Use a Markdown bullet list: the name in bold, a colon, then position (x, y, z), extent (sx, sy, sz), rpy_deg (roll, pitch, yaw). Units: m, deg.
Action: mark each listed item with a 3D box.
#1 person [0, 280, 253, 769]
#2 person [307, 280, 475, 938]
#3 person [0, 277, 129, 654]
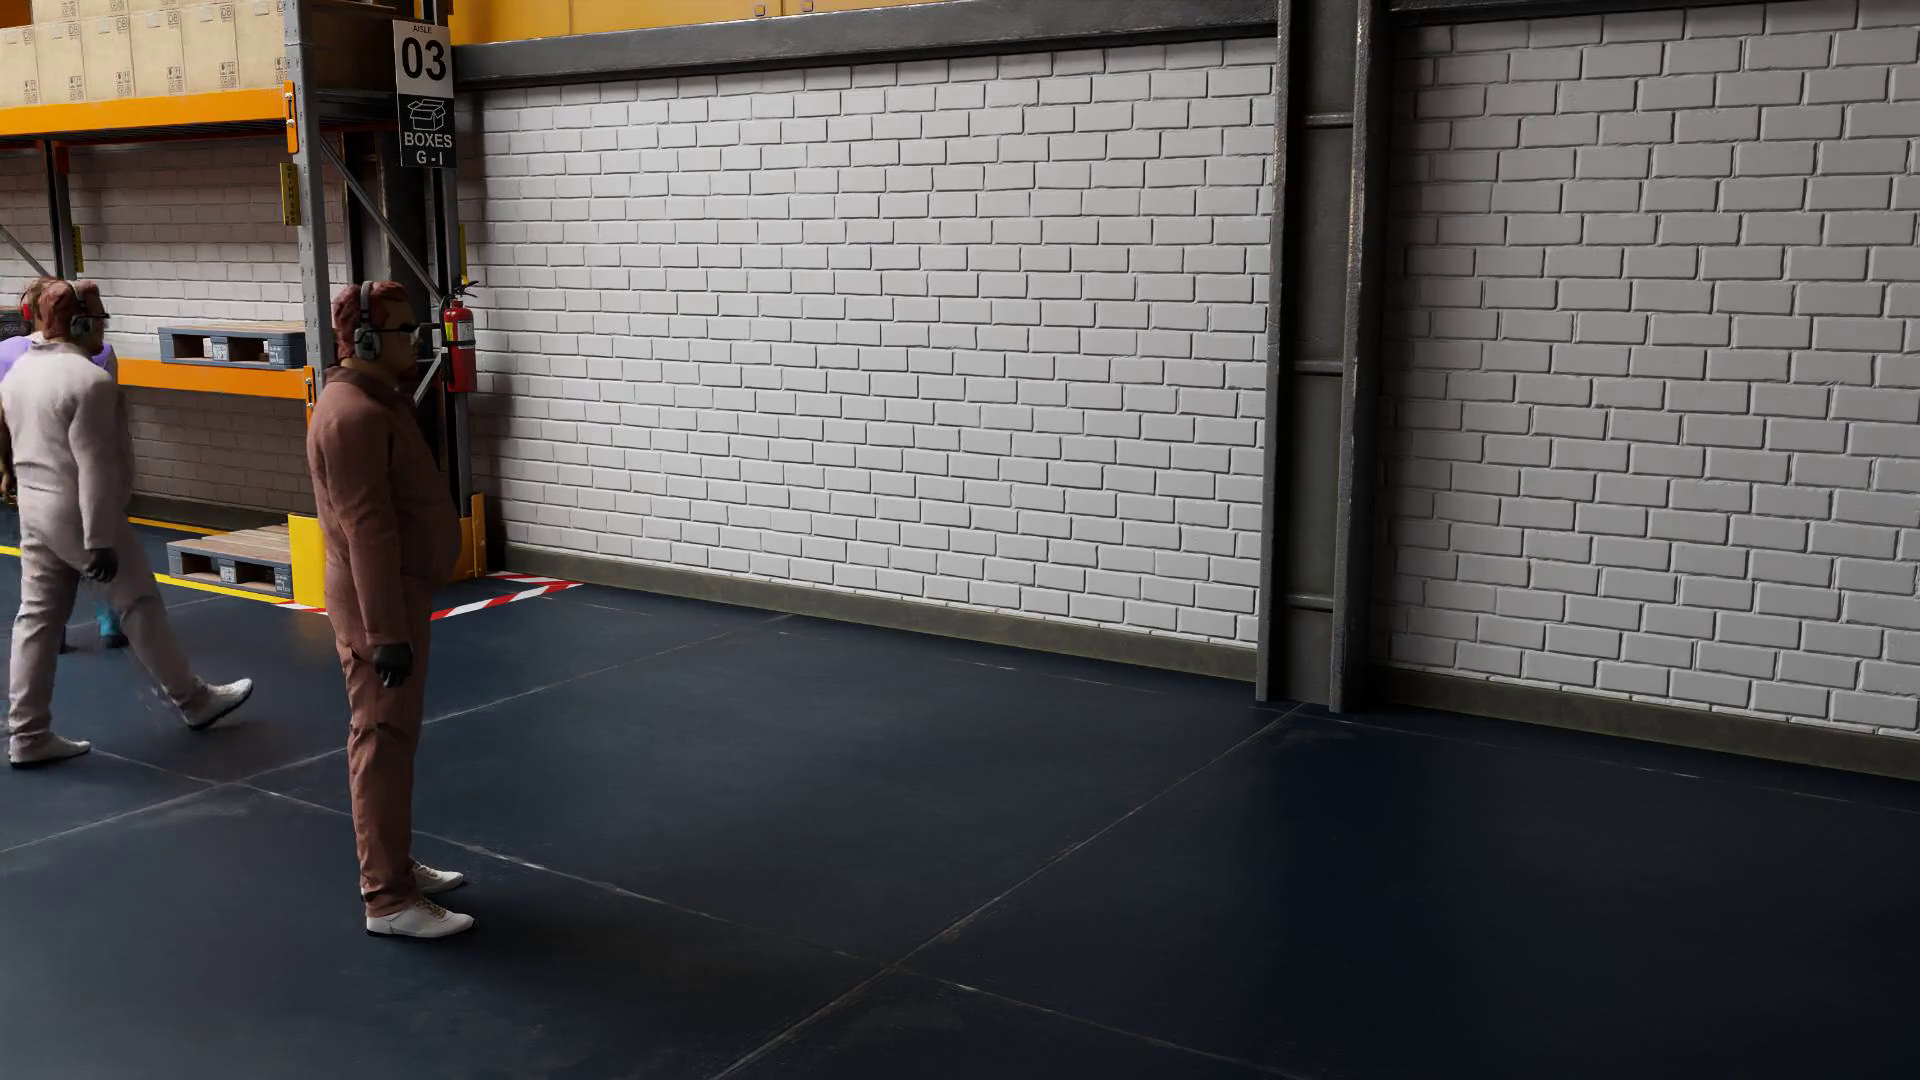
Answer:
- **person**: position (-3.369, -0.081, 6.561), extent (0.678, 1.856, 0.965), rpy_deg (6, 12, 31)
- **person**: position (-1.662, 0.202, 4.883), extent (0.407, 1.908, 0.641), rpy_deg (-4, 11, -19)
- **person**: position (-4.388, -0.354, 8.143), extent (0.570, 1.840, 0.373), rpy_deg (-4, 11, -23)
